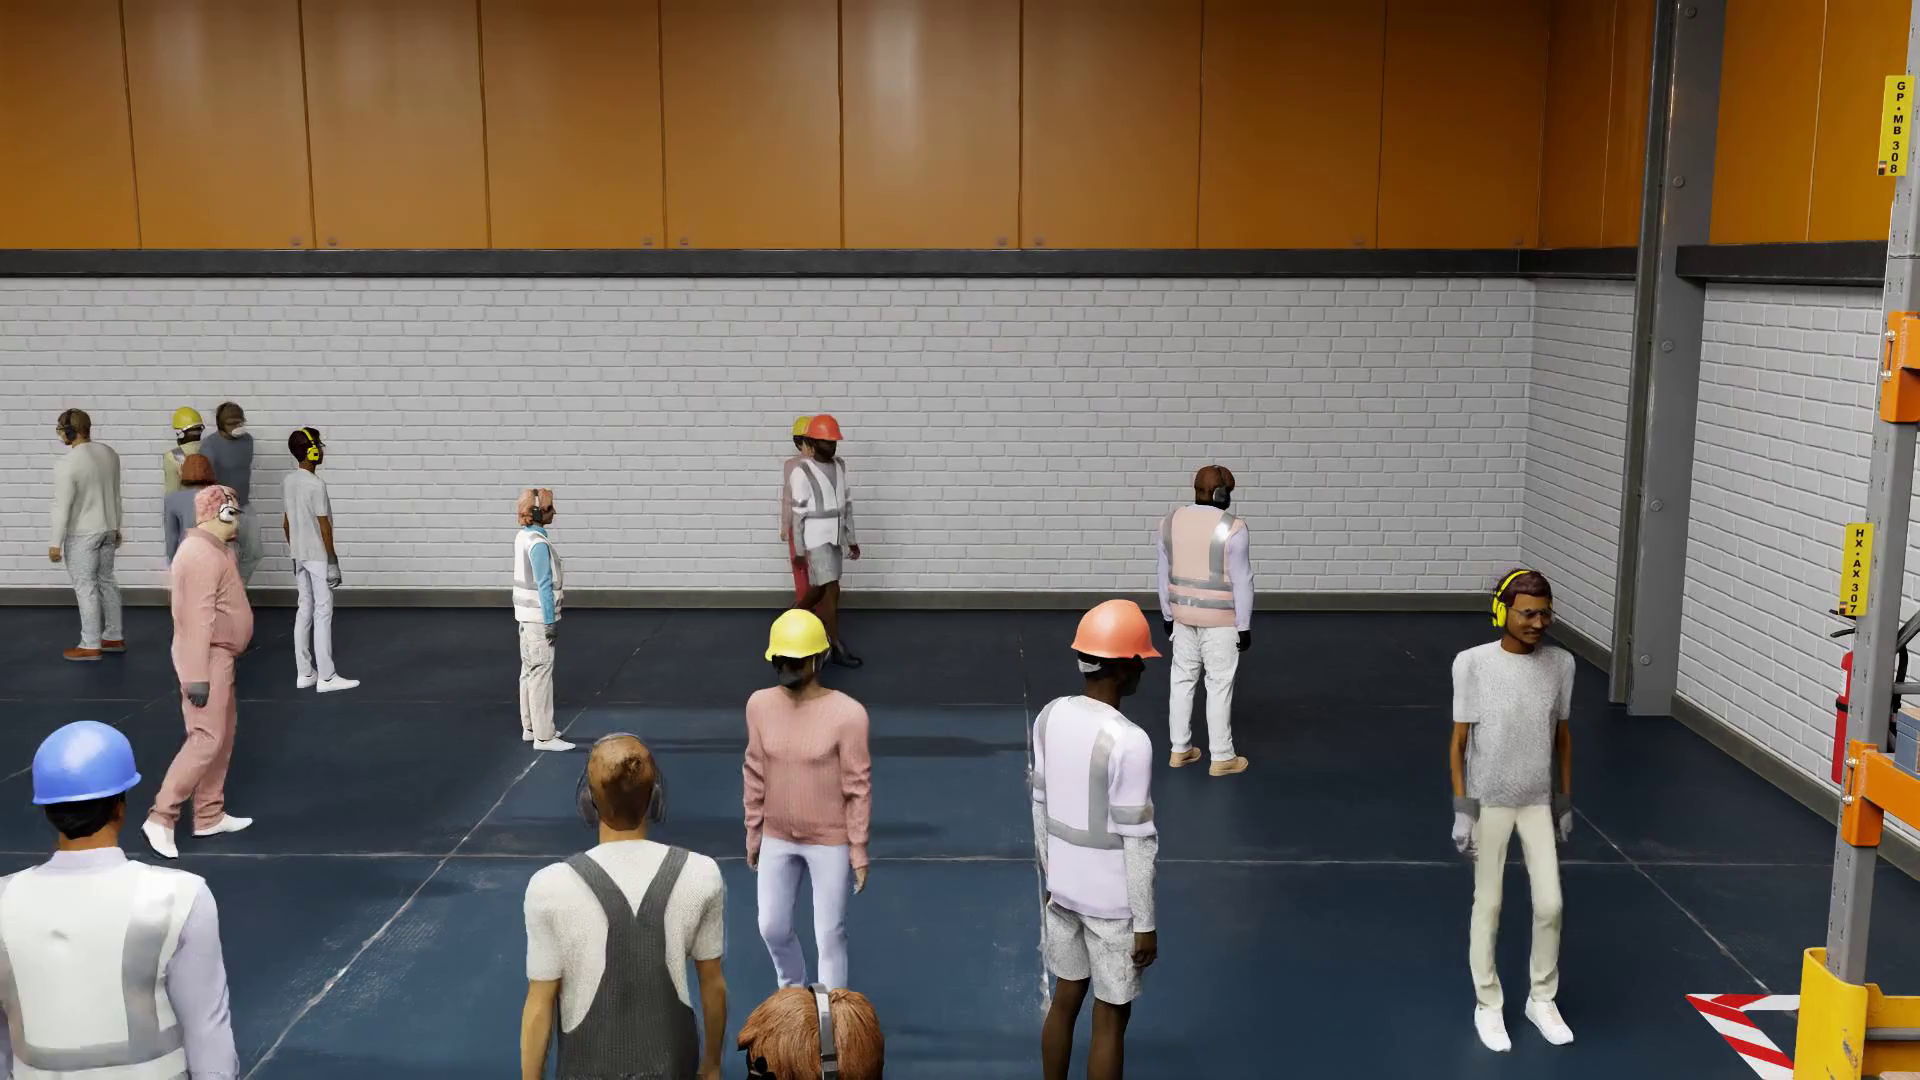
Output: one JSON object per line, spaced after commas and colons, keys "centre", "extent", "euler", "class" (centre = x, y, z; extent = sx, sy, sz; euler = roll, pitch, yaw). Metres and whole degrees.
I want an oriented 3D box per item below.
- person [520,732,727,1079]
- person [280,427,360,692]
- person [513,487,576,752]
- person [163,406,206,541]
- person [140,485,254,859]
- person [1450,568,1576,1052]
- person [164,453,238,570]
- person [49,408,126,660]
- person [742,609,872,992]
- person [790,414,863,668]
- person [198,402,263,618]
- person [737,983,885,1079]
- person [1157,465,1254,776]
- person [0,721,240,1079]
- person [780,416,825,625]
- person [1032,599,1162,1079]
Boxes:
{"centre": [-0.875, 1.406, 4.306], "extent": [0.582, 1.824, 0.397], "euler": [-4, 10, -25], "class": "person"}
{"centre": [-4.550, 0.137, 11.748], "extent": [0.510, 1.877, 0.328], "euler": [7, 12, 34], "class": "person"}
{"centre": [-2.611, 0.493, 10.326], "extent": [0.308, 1.638, 0.516], "euler": [-5, 11, -27], "class": "person"}
{"centre": [-6.388, -0.202, 13.905], "extent": [0.404, 1.834, 0.589], "euler": [5, 11, 28], "class": "person"}
{"centre": [-3.996, 0.661, 8.645], "extent": [0.633, 1.868, 0.711], "euler": [-4, 10, -24], "class": "person"}
{"centre": [2.133, 1.035, 6.409], "extent": [0.539, 1.864, 0.405], "euler": [0, 9, -3], "class": "person"}
{"centre": [-5.720, 0.138, 12.585], "extent": [0.522, 1.591, 0.779], "euler": [-2, 10, -10], "class": "person"}
{"centre": [-6.647, -0.041, 12.657], "extent": [0.418, 1.931, 0.651], "euler": [2, 10, 10], "class": "person"}
{"centre": [-0.570, 1.118, 6.233], "extent": [0.542, 1.774, 0.361], "euler": [4, 10, 22], "class": "person"}
{"centre": [-1.098, -0.020, 12.617], "extent": [0.894, 1.909, 0.567], "euler": [7, 12, 35], "class": "person"}
{"centre": [-6.081, -0.212, 13.814], "extent": [0.575, 1.887, 0.660], "euler": [3, 10, 16], "class": "person"}
{"centre": [-0.242, 1.638, 2.855], "extent": [0.429, 1.845, 0.621], "euler": [-3, 10, -19], "class": "person"}
{"centre": [1.472, 0.471, 9.873], "extent": [0.634, 1.834, 0.429], "euler": [8, 13, 41], "class": "person"}
{"centre": [-2.060, 1.391, 4.057], "extent": [0.629, 1.931, 0.433], "euler": [0, 9, -2], "class": "person"}
{"centre": [-1.273, -0.143, 13.785], "extent": [0.329, 1.761, 0.526], "euler": [9, 13, 42], "class": "person"}
{"centre": [0.480, 1.150, 5.501], "extent": [0.378, 1.932, 0.551], "euler": [-6, 11, -33], "class": "person"}
